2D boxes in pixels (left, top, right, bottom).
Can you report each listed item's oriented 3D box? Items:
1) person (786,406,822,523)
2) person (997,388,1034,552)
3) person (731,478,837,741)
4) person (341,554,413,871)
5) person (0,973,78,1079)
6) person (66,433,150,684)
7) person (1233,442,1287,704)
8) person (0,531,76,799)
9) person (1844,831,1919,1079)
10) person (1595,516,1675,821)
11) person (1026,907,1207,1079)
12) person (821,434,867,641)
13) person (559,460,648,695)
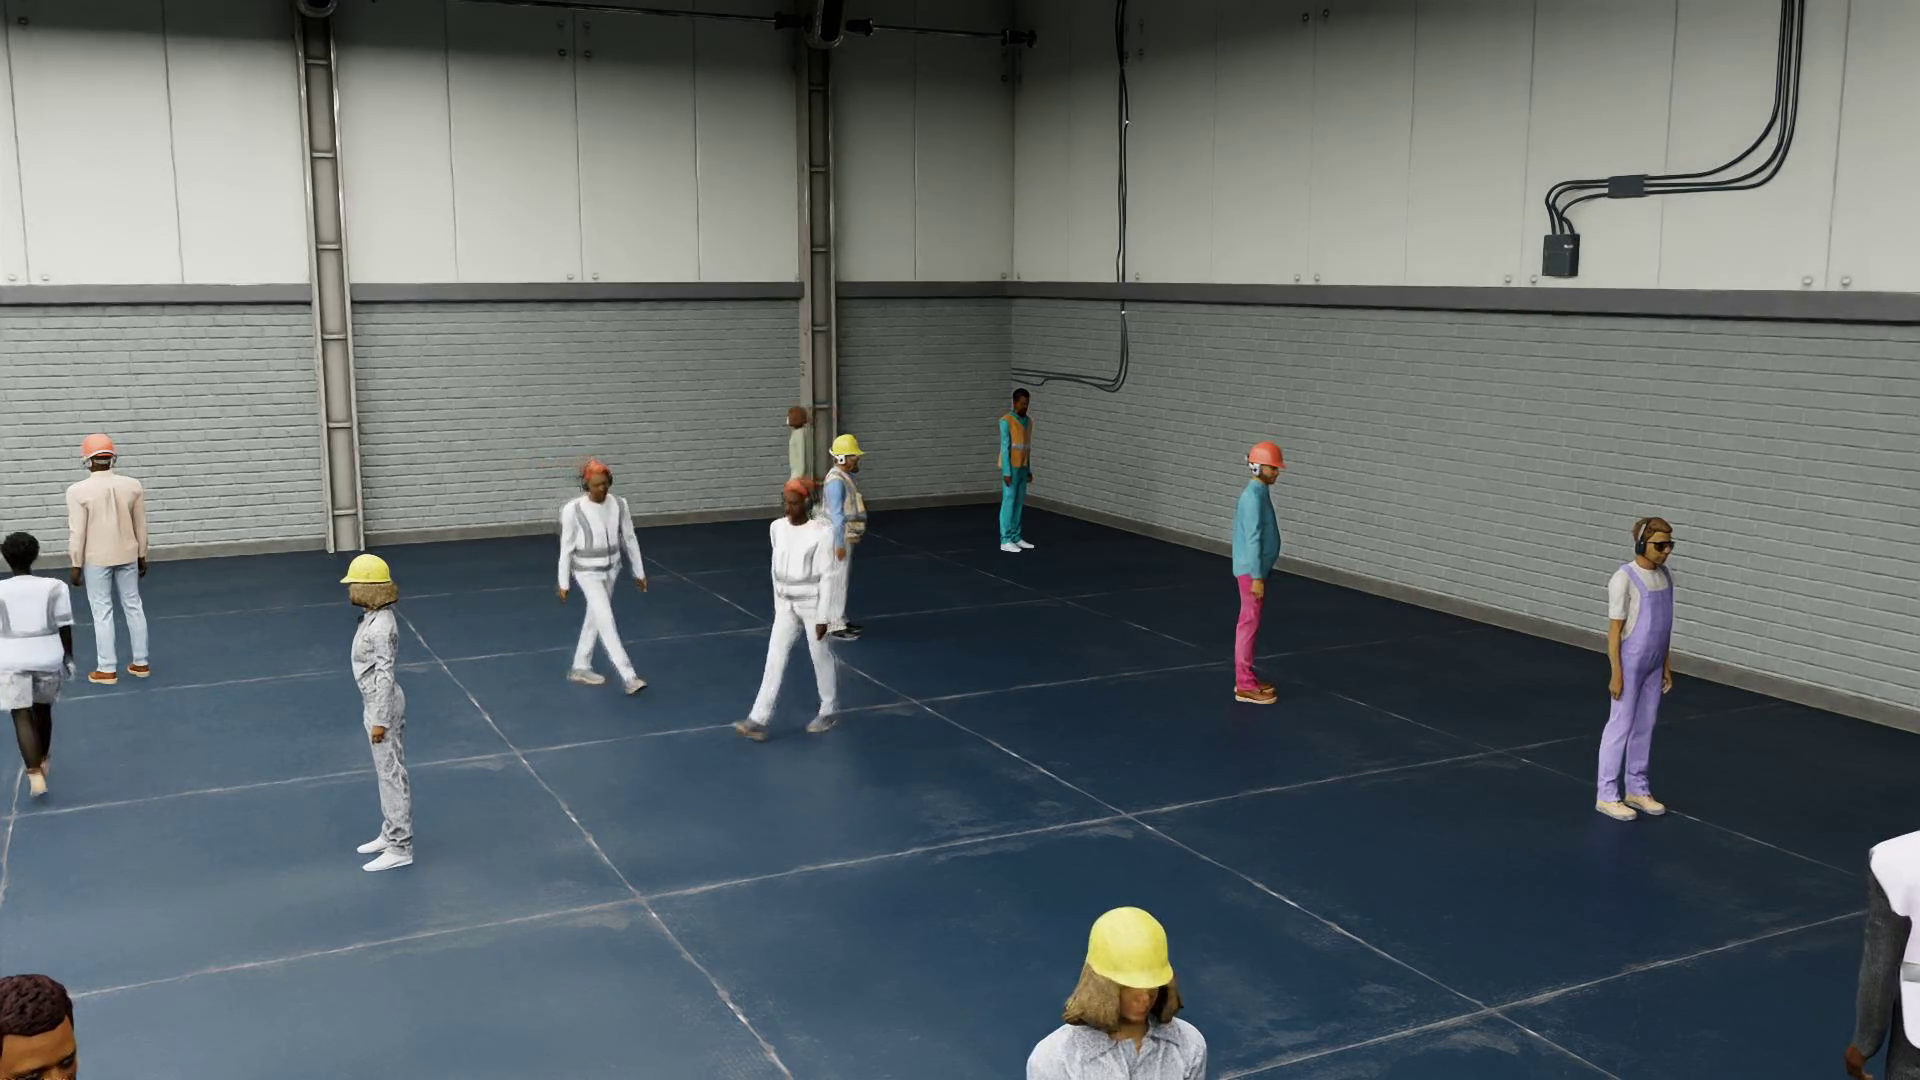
[{"bbox_3d":[-1.965,-0.851,20.542,0.527,1.620,0.512,-2,9,-10],"label":"person"},{"bbox_3d":[0.653,-0.827,19.523,0.395,1.913,0.587,6,11,32],"label":"person"},{"bbox_3d":[-1.169,0.499,11.568,0.594,1.836,0.970,6,11,33],"label":"person"},{"bbox_3d":[-3.210,0.939,9.156,0.294,1.744,0.484,-4,10,-23],"label":"person"},{"bbox_3d":[-1.868,1.787,3.393,0.394,1.919,0.590,5,10,26],"label":"person"},{"bbox_3d":[-6.798,0.146,13.270,0.397,1.992,0.621,7,11,35],"label":"person"},{"bbox_3d":[2.278,0.239,12.715,0.392,1.990,0.611,2,9,12],"label":"person"},{"bbox_3d":[-5.862,0.770,10.465,0.536,1.656,0.850,-7,12,-39],"label":"person"},{"bbox_3d":[3.024,1.521,5.052,0.587,1.914,0.391,2,9,10],"label":"person"},{"bbox_3d":[4.067,0.764,9.968,0.501,1.838,0.341,-6,11,-31],"label":"person"},{"bbox_3d":[0.398,1.751,4.152,0.485,1.745,0.292,-3,10,-20],"label":"person"},{"bbox_3d":[-1.029,-0.030,14.853,0.403,1.832,0.593,0,9,3],"label":"person"},{"bbox_3d":[-2.759,0.285,12.928,0.948,1.832,0.671,7,12,38],"label":"person"}]
